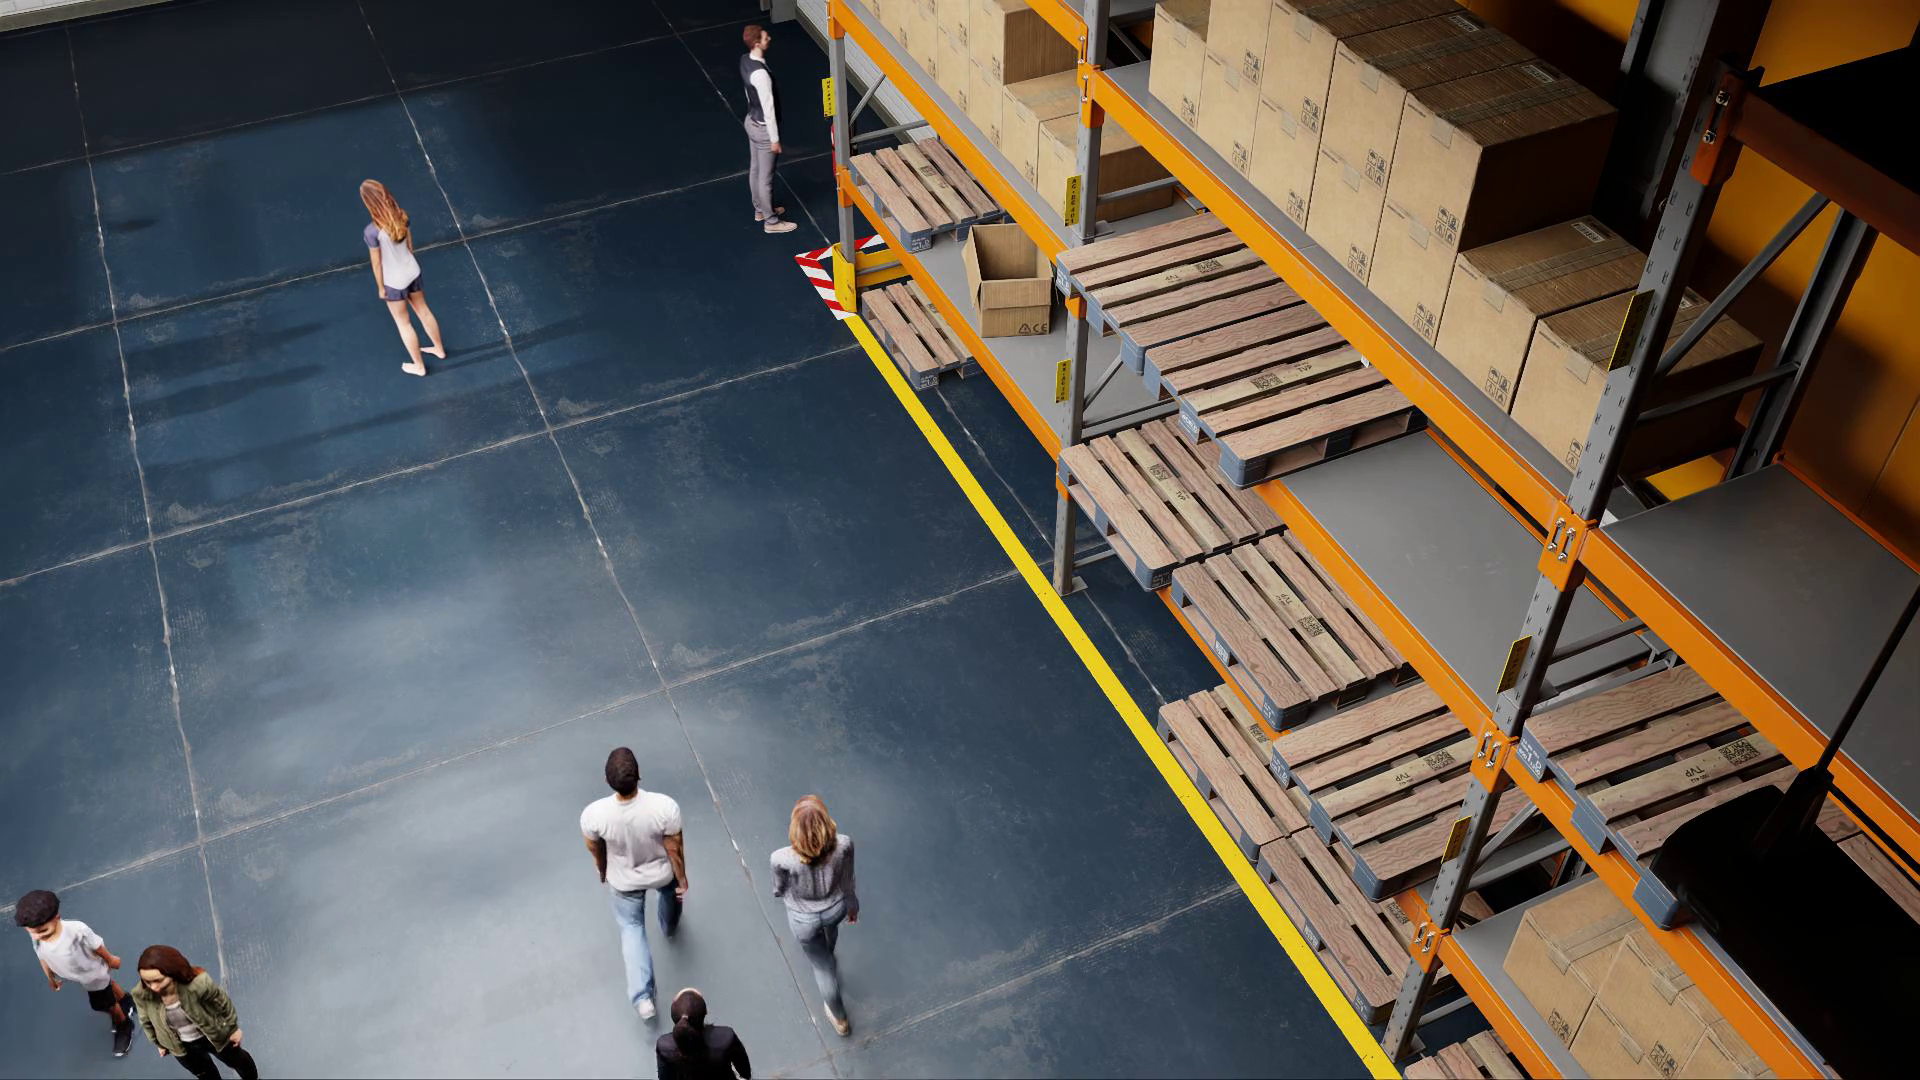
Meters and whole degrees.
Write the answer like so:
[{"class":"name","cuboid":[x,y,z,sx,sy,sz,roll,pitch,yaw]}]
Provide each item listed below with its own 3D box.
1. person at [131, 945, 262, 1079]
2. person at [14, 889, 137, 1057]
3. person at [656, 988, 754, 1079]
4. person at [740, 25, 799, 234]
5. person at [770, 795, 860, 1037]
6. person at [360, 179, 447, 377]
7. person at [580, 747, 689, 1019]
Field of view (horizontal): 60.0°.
[{"class":"person","cuboid":[-3.917,2.537,8.562,0.631,1.475,0.573,-7,44,-8]},{"class":"person","cuboid":[-4.751,2.241,9.040,0.626,1.244,0.691,2,44,2]},{"class":"person","cuboid":[-1.220,2.798,8.142,0.835,1.676,1.152,-3,44,-3]},{"class":"person","cuboid":[-1.756,-3.655,14.727,0.720,1.937,0.519,-15,46,-16]},{"class":"person","cuboid":[-0.733,2.067,8.846,0.624,1.764,0.919,-15,46,-15]},{"class":"person","cuboid":[-4.447,-2.090,13.237,0.720,1.726,0.679,19,47,19]},{"class":"person","cuboid":[-1.732,1.852,9.019,0.893,1.835,1.235,-7,44,-7]}]
